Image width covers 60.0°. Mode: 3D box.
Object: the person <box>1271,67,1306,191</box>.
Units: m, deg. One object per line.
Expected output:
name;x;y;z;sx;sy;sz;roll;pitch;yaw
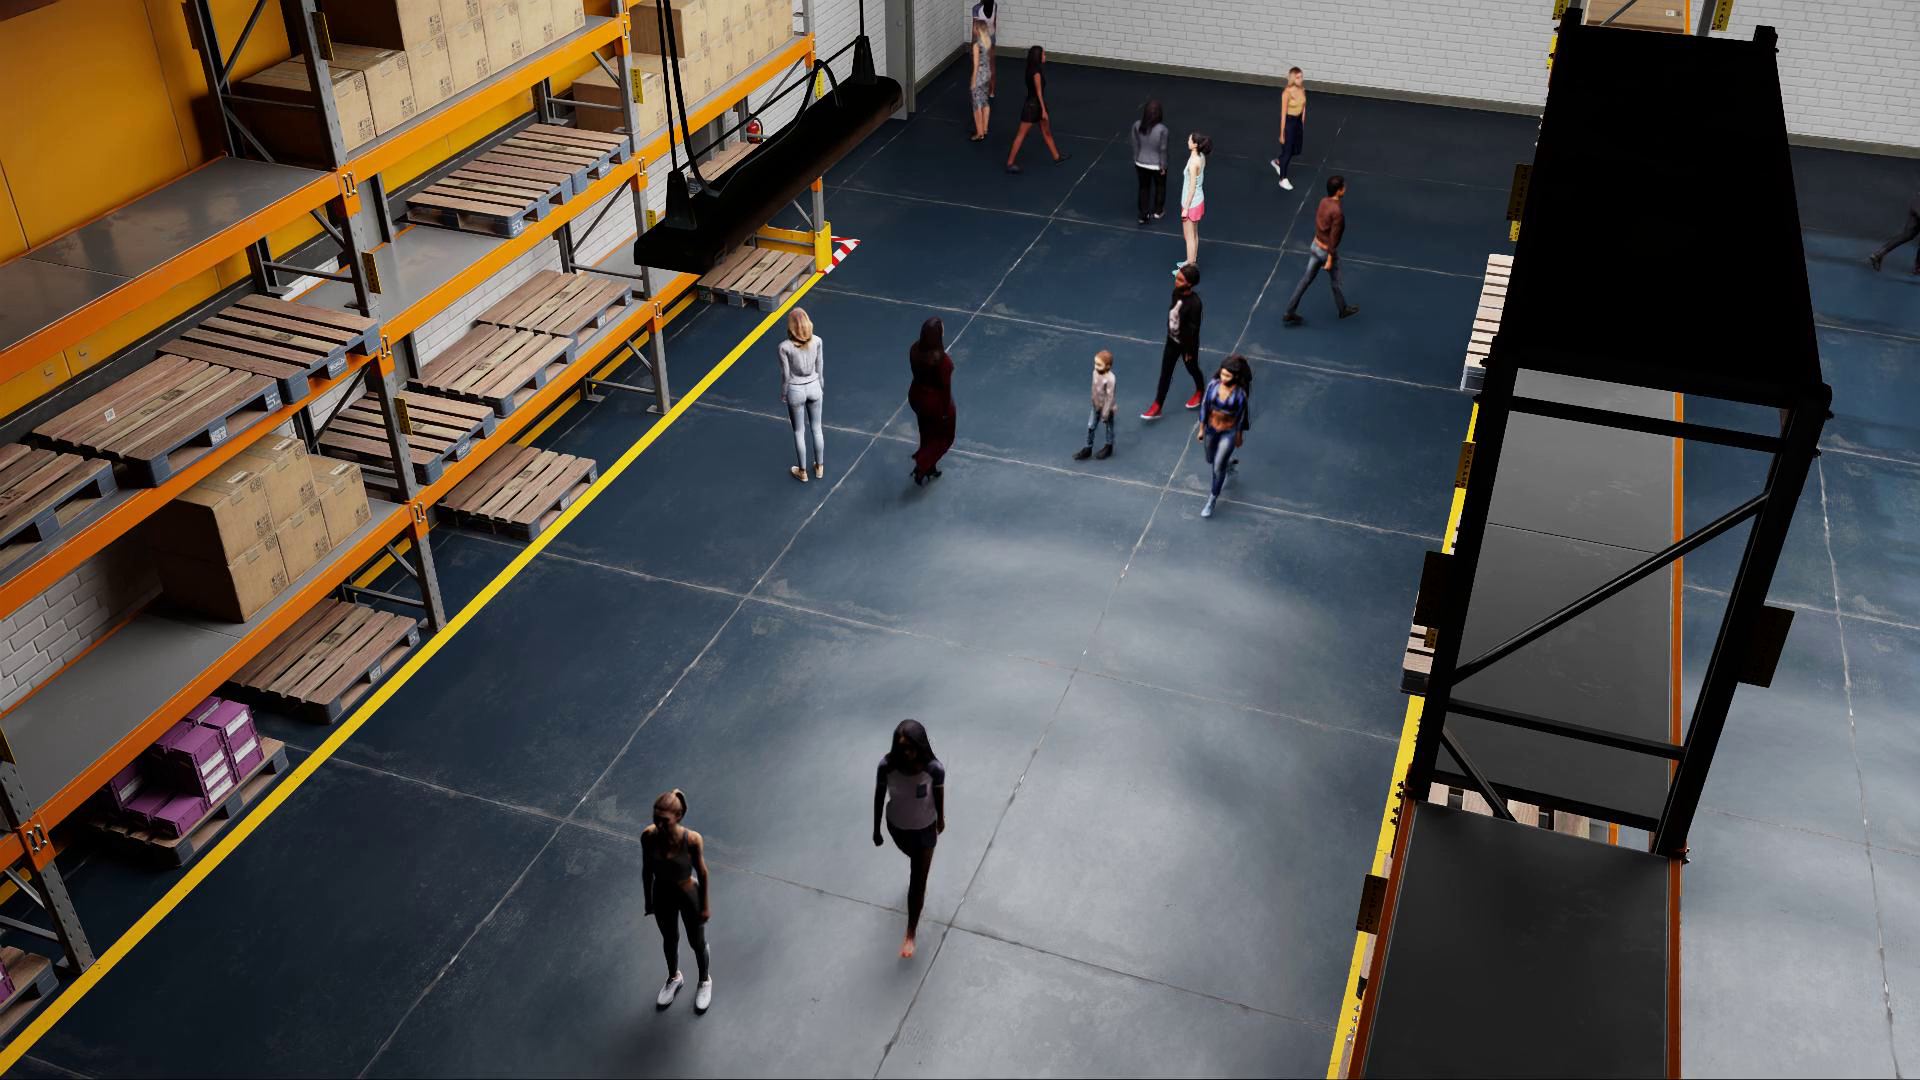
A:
person;4.340;-5.493;22.085;0.797;1.616;0.842;-21;39;-28

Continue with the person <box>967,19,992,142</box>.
person;0.324;-6.512;23.540;0.680;1.702;0.534;20;38;27

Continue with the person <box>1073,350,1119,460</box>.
person;1.445;-1.327;16.212;0.761;1.179;0.679;-22;39;-29

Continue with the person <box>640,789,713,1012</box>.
person;-1.754;2.239;10.374;0.612;1.703;0.590;5;34;7

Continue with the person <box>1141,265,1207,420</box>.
person;2.319;-2.010;16.828;1.179;1.635;1.006;-22;39;-29

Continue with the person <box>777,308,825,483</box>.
person;-1.478;-1.381;15.735;0.661;1.796;0.719;-14;36;-20

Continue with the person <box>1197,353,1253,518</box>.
person;2.443;-1.011;15.358;0.768;1.598;1.026;20;39;27

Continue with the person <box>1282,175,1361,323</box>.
person;3.968;-3.180;18.504;1.183;1.728;1.195;-10;35;-15

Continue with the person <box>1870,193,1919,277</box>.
person;11.300;-3.873;19.603;0.946;1.666;1.071;-2;34;-3

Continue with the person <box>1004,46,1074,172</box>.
person;0.904;-5.769;22.438;0.987;1.685;1.195;-1;34;-2

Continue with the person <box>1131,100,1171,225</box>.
person;2.382;-4.740;20.982;0.747;1.582;0.788;18;38;25

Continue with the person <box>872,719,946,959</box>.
person;-0.308;1.826;11.037;0.756;1.657;1.170;5;34;8

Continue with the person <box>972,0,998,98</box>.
person;0.370;-7.510;25.023;0.666;1.722;0.762;-24;40;-32

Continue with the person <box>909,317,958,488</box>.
person;-0.328;-1.245;15.578;0.937;1.743;0.832;-29;43;-36

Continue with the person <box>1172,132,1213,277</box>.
person;2.736;-3.971;19.661;0.647;1.764;0.486;12;35;17
